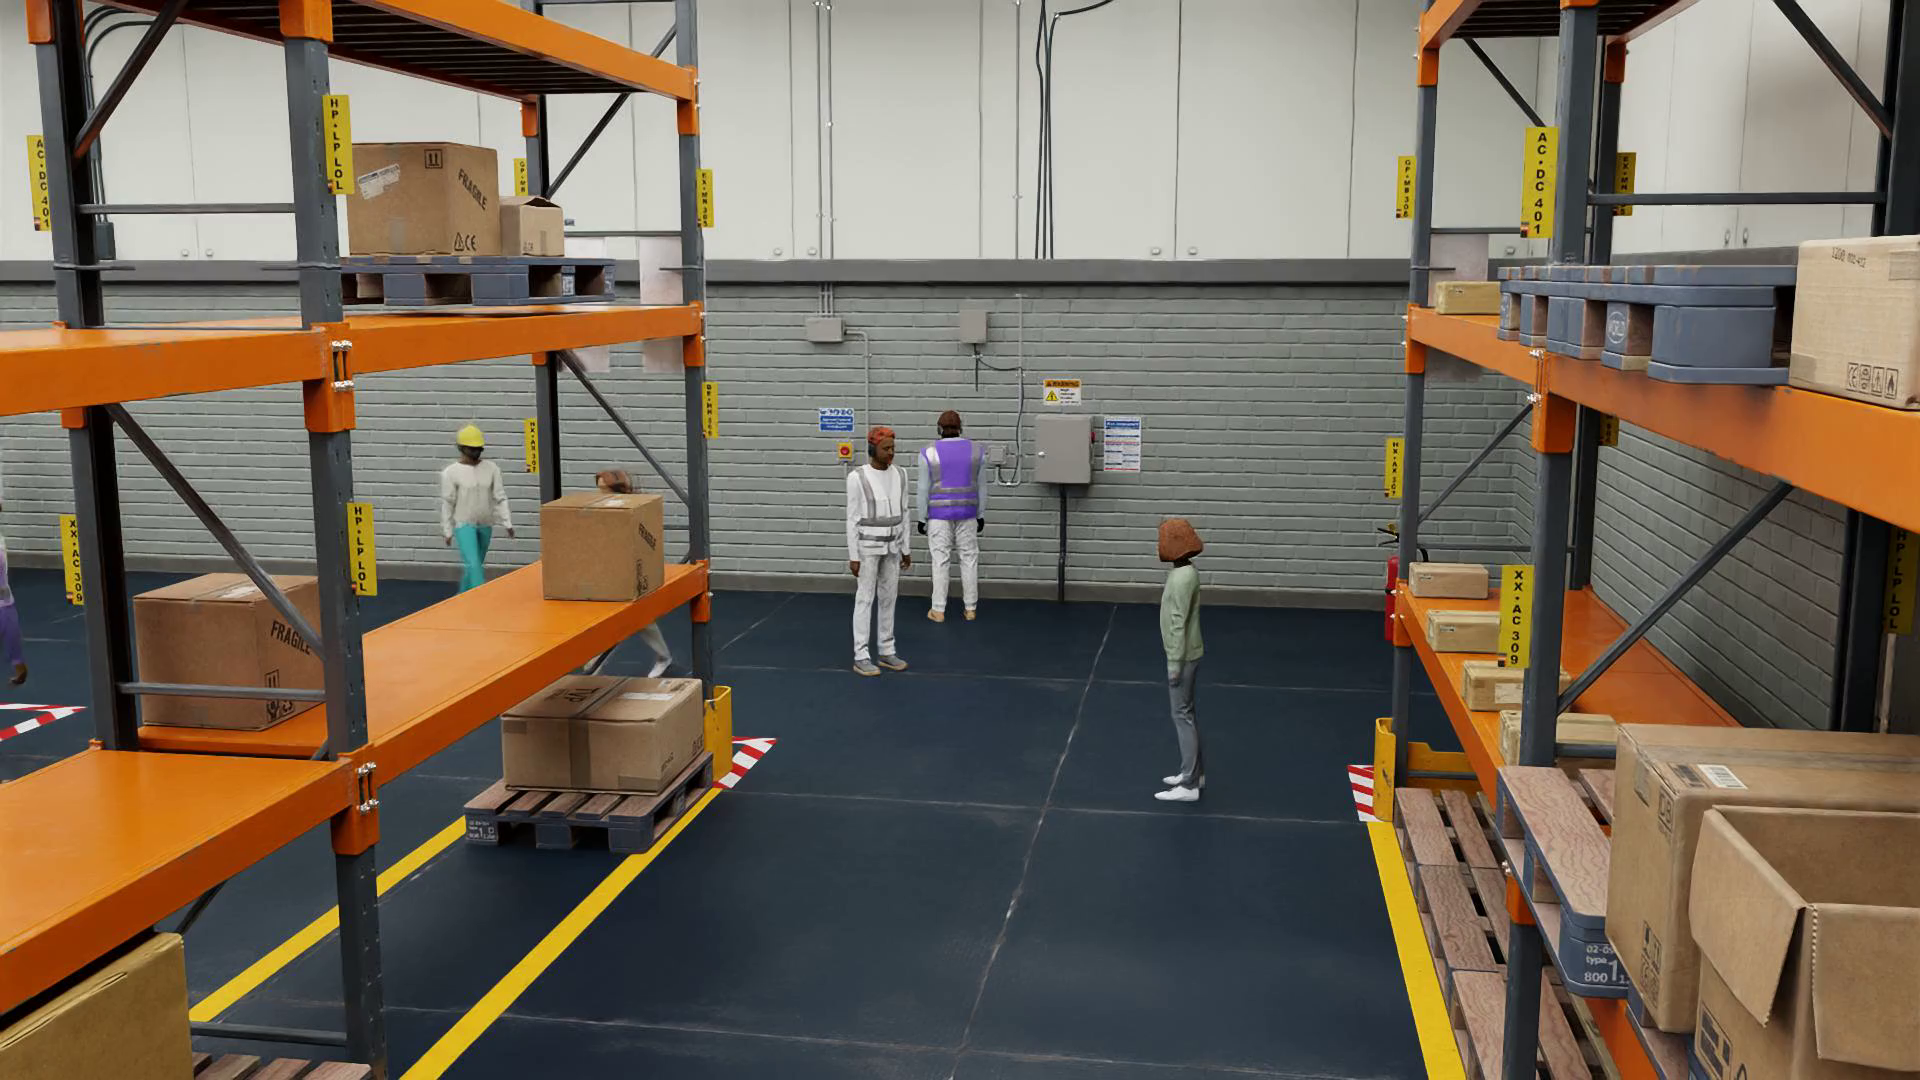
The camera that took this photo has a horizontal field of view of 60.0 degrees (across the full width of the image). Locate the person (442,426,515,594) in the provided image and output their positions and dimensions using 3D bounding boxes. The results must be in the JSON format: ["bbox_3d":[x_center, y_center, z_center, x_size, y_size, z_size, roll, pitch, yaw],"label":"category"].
[{"bbox_3d":[-4.136,-0.123,14.235,0.913,1.715,0.538,9,13,43],"label":"person"}]

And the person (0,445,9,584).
[{"bbox_3d":[-9.420,-0.404,15.926,0.577,1.737,0.354,3,10,17],"label":"person"}]

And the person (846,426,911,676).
[{"bbox_3d":[-0.608,0.077,12.534,0.576,1.878,0.347,-8,12,-42],"label":"person"}]

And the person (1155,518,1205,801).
[{"bbox_3d":[1.276,0.683,9.584,0.296,1.623,0.502,2,9,10],"label":"person"}]

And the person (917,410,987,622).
[{"bbox_3d":[-0.076,-0.206,14.399,0.622,1.838,0.429,-2,9,-13],"label":"person"}]

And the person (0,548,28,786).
[{"bbox_3d":[-5.415,0.606,8.957,0.615,1.992,1.086,-1,9,-3],"label":"person"}]

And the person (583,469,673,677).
[{"bbox_3d":[-2.463,0.270,12.190,0.521,1.601,0.839,7,12,37],"label":"person"}]
